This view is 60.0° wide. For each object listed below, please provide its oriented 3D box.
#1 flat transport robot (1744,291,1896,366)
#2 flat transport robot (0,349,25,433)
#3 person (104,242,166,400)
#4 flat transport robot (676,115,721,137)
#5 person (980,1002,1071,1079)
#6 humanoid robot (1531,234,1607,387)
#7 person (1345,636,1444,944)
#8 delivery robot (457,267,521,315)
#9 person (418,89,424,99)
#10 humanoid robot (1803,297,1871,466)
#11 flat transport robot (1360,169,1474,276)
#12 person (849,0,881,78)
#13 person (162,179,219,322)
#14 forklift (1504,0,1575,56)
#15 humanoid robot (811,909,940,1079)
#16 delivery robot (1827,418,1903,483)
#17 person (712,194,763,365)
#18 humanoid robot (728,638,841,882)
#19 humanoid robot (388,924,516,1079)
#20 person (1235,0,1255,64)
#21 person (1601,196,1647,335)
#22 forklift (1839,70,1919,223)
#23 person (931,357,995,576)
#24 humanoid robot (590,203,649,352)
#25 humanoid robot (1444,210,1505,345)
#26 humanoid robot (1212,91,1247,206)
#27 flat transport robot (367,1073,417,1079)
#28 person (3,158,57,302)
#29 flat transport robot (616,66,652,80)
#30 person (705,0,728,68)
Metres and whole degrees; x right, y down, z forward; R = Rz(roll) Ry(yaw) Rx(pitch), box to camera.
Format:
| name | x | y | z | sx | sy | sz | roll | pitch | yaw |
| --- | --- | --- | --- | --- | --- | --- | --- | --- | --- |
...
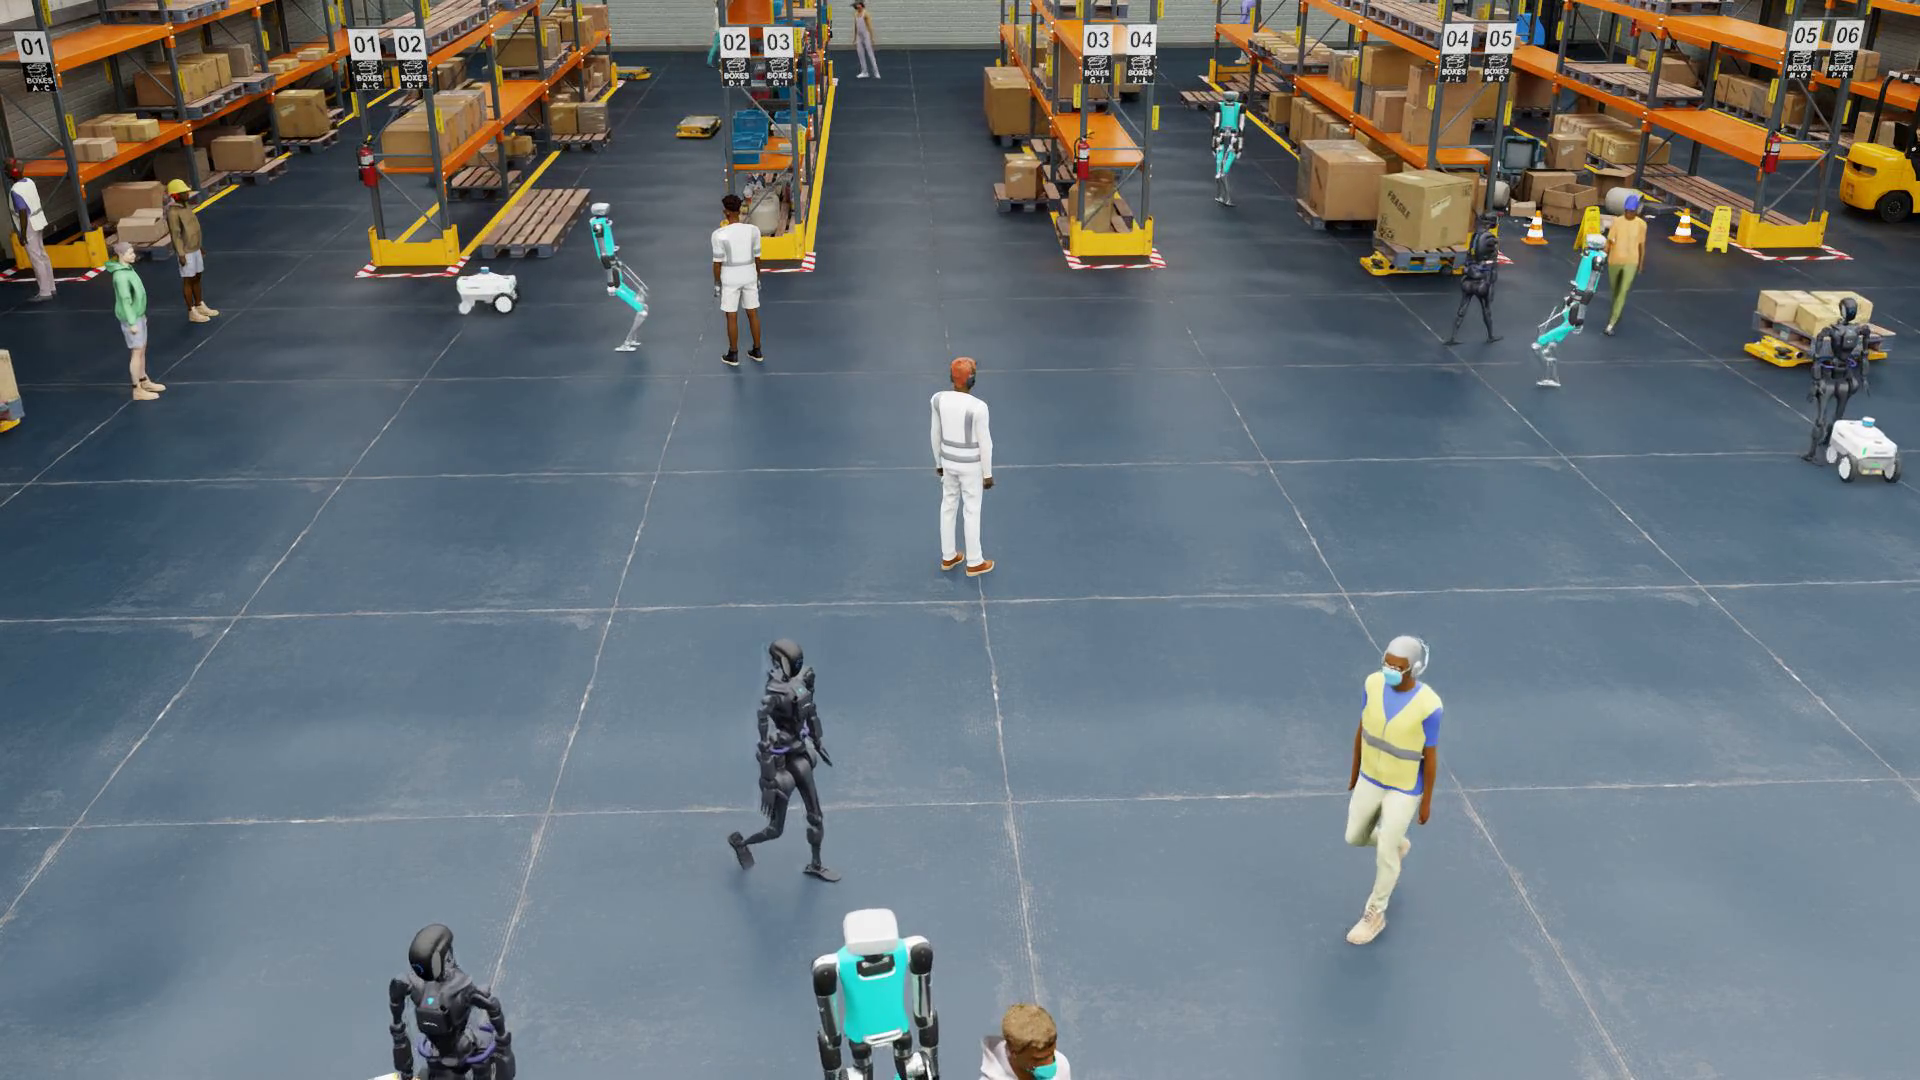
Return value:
| name | x | y | z | sx | sy | sz | roll | pitch | yaw |
| --- | --- | --- | --- | --- | --- | --- | --- | --- | --- |
| flat transport robot | 10.068 | -2.258 | 19.546 | 1.431 | 0.231 | 0.659 | -5 | 25 | -12 |
| flat transport robot | -10.316 | -1.040 | 16.809 | 0.659 | 0.231 | 1.431 | 6 | 25 | 12 |
| person | -8.960 | -2.380 | 18.026 | 0.315 | 1.733 | 0.476 | -6 | 25 | -13 |
| flat transport robot | -5.146 | -8.144 | 32.773 | 0.659 | 0.231 | 1.431 | 1 | 24 | 1 |
| person | 0.230 | 2.601 | 6.632 | 0.503 | 1.904 | 0.374 | -19 | 30 | -36 |
| humanoid robot | 6.571 | -2.440 | 18.245 | 0.787 | 1.839 | 0.540 | 3 | 24 | 6 |
| person | 2.469 | 1.368 | 9.434 | 0.525 | 1.877 | 0.645 | 22 | 32 | 39 |
| delivery robot | -6.045 | -3.197 | 21.295 | 0.788 | 0.587 | 0.499 | -2 | 24 | -4 |
| person | -11.342 | -10.023 | 35.283 | 0.545 | 1.655 | 0.845 | 0 | 24 | 0 |
| humanoid robot | 8.631 | -1.572 | 16.314 | 0.614 | 1.644 | 0.588 | 0 | 24 | -1 |
| flat transport robot | 6.362 | -3.862 | 23.150 | 1.431 | 0.231 | 0.659 | -1 | 24 | -3 |
| person | -2.196 | -11.772 | 39.026 | 0.666 | 1.822 | 0.555 | 20 | 31 | 37 |
| person | -9.653 | -3.616 | 20.756 | 0.403 | 1.765 | 0.536 | 1 | 24 | 2 |
| forklift | 14.700 | -13.805 | 42.301 | 1.873 | 2.768 | 1.129 | -1 | 24 | -2 |
| humanoid robot | -0.312 | 2.430 | 7.194 | 0.553 | 1.733 | 1.015 | -7 | 25 | -15 |
| delivery robot | 8.746 | -0.888 | 16.108 | 0.499 | 0.587 | 0.782 | 1 | 24 | 2 |
| person | -2.556 | -2.994 | 19.132 | 0.601 | 1.957 | 0.383 | -14 | 27 | -28 |
| humanoid robot | -1.059 | 1.283 | 9.886 | 0.633 | 1.637 | 0.612 | 13 | 27 | 27 |
| humanoid robot | -2.220 | 2.369 | 7.413 | 0.605 | 1.640 | 0.373 | 4 | 24 | 9 |
| person | 7.104 | -12.742 | 41.223 | 0.392 | 1.799 | 0.596 | 16 | 29 | 32 |
| person | 8.098 | -3.394 | 20.370 | 0.470 | 1.660 | 0.922 | 15 | 28 | 30 |
| forklift | 15.132 | -6.143 | 25.915 | 2.313 | 2.155 | 1.214 | -1 | 24 | -2 |
| person | 0.028 | -0.611 | 13.858 | 0.573 | 1.887 | 0.355 | 16 | 29 | 32 |
| humanoid robot | -3.943 | -3.102 | 19.611 | 0.703 | 1.752 | 0.530 | -2 | 24 | -5 |
| humanoid robot | 6.192 | -3.116 | 19.783 | 0.741 | 1.628 | 0.608 | -8 | 25 | -18 |
| humanoid robot | 4.247 | -6.259 | 26.739 | 0.586 | 1.773 | 0.874 | 11 | 26 | 24 |
| flat transport robot | -3.086 | 2.937 | 7.873 | 1.431 | 0.231 | 0.659 | -10 | 26 | -21 |
| person | -12.055 | -4.026 | 21.574 | 0.385 | 1.849 | 0.569 | -5 | 24 | -10 |
| flat transport robot | -8.026 | -10.987 | 39.161 | 1.431 | 0.231 | 0.659 | -1 | 24 | -3 |
| person | -5.843 | -12.417 | 40.599 | 0.943 | 1.705 | 0.542 | -7 | 25 | -14 |
